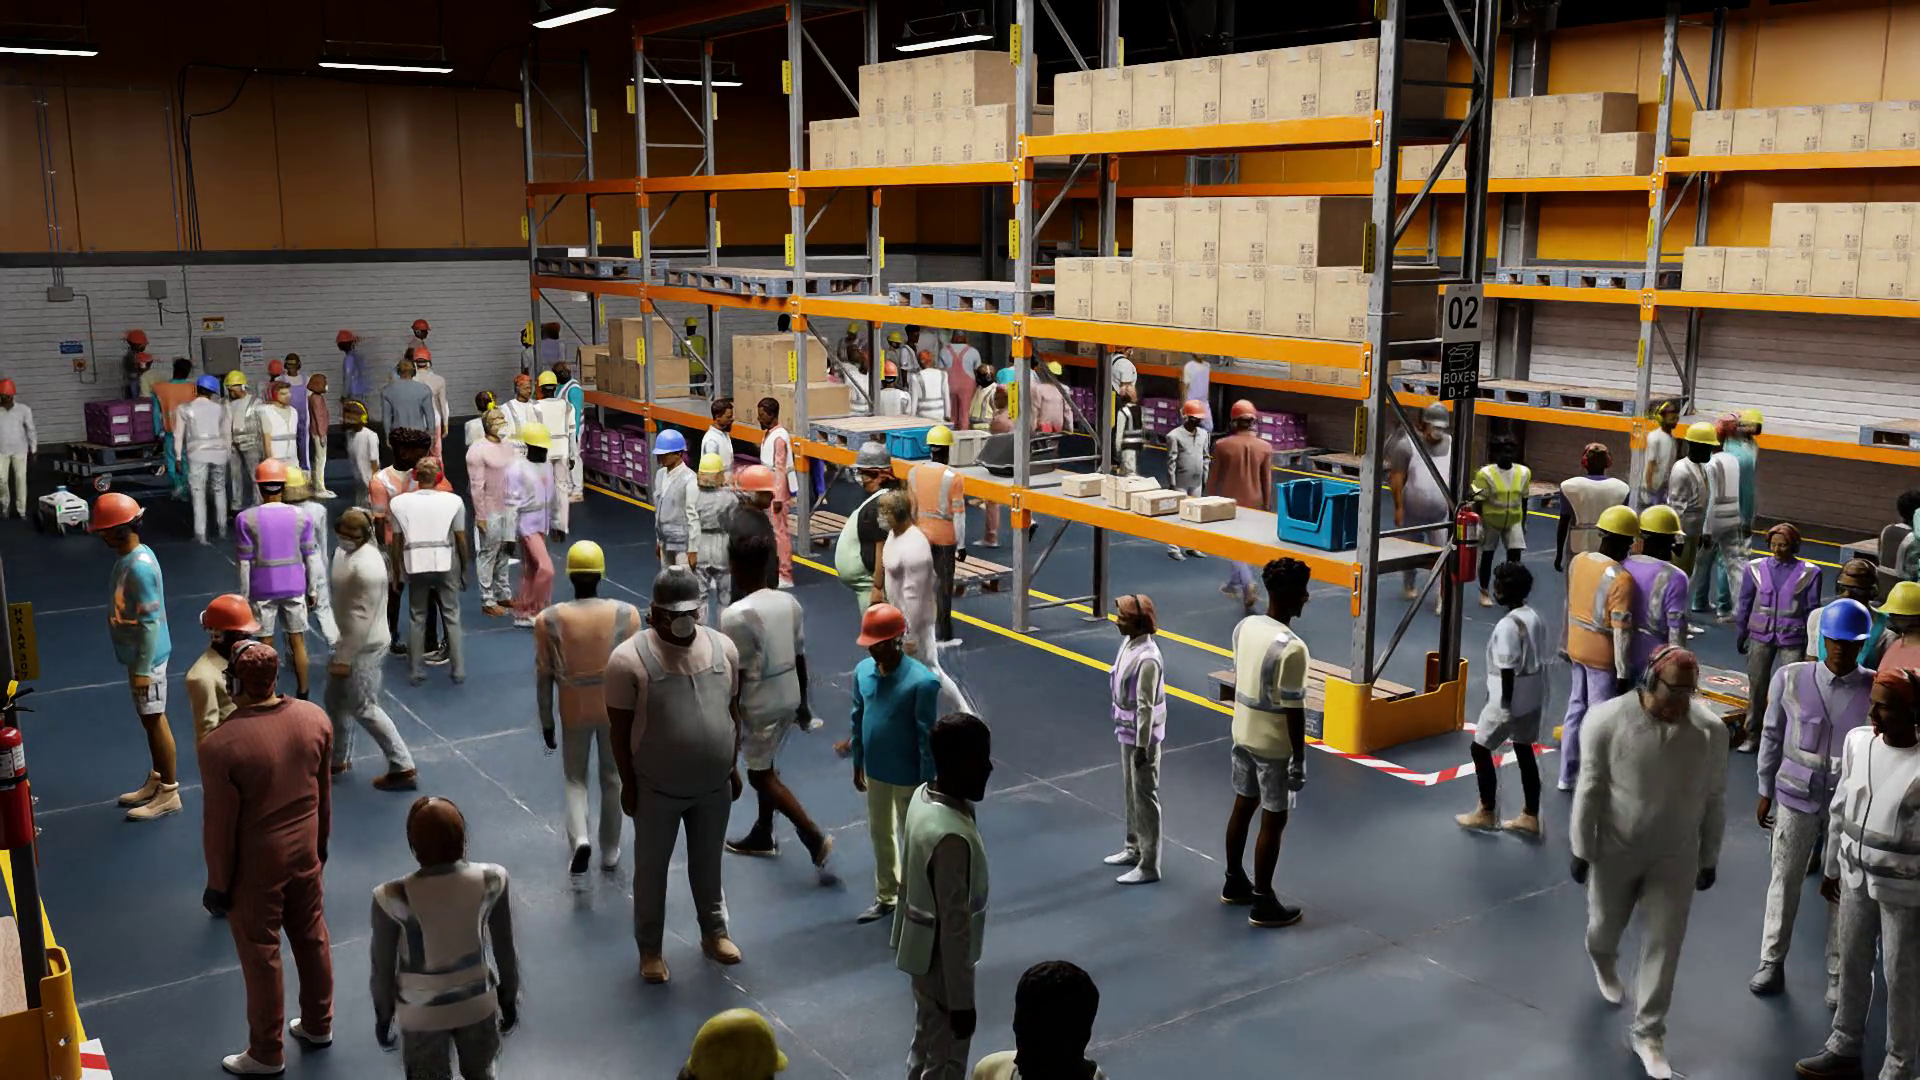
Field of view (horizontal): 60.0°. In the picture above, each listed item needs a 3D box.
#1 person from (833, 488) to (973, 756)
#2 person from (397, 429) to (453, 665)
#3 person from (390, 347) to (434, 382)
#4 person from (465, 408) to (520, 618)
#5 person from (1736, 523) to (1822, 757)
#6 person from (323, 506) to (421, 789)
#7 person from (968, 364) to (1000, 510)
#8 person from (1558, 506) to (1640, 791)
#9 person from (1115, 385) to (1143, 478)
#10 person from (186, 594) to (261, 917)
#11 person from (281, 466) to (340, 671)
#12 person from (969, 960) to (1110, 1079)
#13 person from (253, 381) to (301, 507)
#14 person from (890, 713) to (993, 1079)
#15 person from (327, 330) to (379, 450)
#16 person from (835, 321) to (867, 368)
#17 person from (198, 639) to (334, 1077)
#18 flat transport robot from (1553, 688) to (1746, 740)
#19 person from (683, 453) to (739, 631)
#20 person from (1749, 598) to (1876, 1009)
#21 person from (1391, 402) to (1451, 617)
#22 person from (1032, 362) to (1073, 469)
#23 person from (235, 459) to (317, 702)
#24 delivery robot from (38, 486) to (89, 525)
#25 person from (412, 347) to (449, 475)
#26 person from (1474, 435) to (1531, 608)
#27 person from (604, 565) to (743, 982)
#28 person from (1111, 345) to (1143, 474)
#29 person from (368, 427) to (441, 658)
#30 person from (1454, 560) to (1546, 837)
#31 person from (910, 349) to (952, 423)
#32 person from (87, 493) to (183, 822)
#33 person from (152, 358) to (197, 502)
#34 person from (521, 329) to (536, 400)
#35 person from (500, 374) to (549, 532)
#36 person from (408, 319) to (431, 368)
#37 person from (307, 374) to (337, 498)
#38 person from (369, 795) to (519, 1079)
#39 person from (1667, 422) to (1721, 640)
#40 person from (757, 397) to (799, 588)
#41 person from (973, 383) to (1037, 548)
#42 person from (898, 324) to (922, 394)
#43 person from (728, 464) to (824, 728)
[{"bbox_3d":[-0.325,0.559,11.412,1.035,1.887,0.648,-4,12,-18],"label":"person"},{"bbox_3d":[-4.417,0.053,13.772,0.613,1.962,0.361,10,15,42],"label":"person"},{"bbox_3d":[-7.810,-1.852,23.868,0.655,1.828,0.449,-8,14,-37],"label":"person"},{"bbox_3d":[-4.300,-0.261,15.450,0.373,1.940,0.627,4,12,18],"label":"person"},{"bbox_3d":[5.593,0.687,11.395,0.524,1.631,0.319,9,14,37],"label":"person"},{"bbox_3d":[-3.897,0.696,10.721,0.628,1.886,0.657,-7,13,-31],"label":"person"},{"bbox_3d":[0.324,-1.314,21.086,0.429,1.842,0.635,-5,12,-23],"label":"person"},{"bbox_3d":[4.046,0.724,10.486,0.396,1.913,0.592,-3,11,-13],"label":"person"},{"bbox_3d":[2.152,-1.151,20.904,0.795,1.599,0.536,8,14,37],"label":"person"},{"bbox_3d":[-3.830,1.136,8.811,0.356,1.742,0.574,0,11,2],"label":"person"},{"bbox_3d":[-5.253,0.259,13.357,0.475,1.709,0.767,-10,15,-42],"label":"person"},{"bbox_3d":[0.244,1.951,4.183,0.592,1.920,0.392,8,14,37],"label":"person"},{"bbox_3d":[-7.933,-0.958,19.345,0.851,1.814,0.561,5,12,26],"label":"person"},{"bbox_3d":[-0.066,1.566,6.157,0.371,1.915,0.595,-2,11,-10],"label":"person"},{"bbox_3d":[-9.677,-2.345,26.212,0.931,1.890,0.561,-3,11,-14],"label":"person"},{"bbox_3d":[-1.986,-3.023,29.895,0.609,1.812,0.478,3,11,16],"label":"person"},{"bbox_3d":[-3.009,1.366,7.209,0.407,1.908,0.641,5,12,26],"label":"person"},{"bbox_3d":[4.963,1.293,11.776,1.431,0.197,0.652,-6,13,-29],"label":"flat transport robot"},{"bbox_3d":[-2.068,0.136,13.921,0.493,1.743,0.296,0,11,0],"label":"person"},{"bbox_3d":[4.072,1.223,7.826,0.607,1.951,0.381,7,13,31],"label":"person"},{"bbox_3d":[4.420,-0.366,15.727,0.707,2.000,0.943,2,11,9],"label":"person"},{"bbox_3d":[1.266,-1.595,22.858,0.530,1.714,0.916,-4,12,-19],"label":"person"},{"bbox_3d":[-5.049,0.361,12.307,0.553,1.924,0.391,-7,13,-32],"label":"person"},{"bbox_3d":[-10.473,-0.390,19.421,0.707,0.478,0.477,10,15,43],"label":"delivery robot"},{"bbox_3d":[-7.033,-1.533,21.847,0.620,1.986,0.408,-4,12,-18],"label":"person"},{"bbox_3d":[5.075,-0.137,15.507,0.545,1.664,0.766,0,11,-2],"label":"person"},{"bbox_3d":[-1.340,1.121,8.117,0.684,2.000,0.538,-7,13,-32],"label":"person"},{"bbox_3d":[2.373,-1.979,23.978,0.535,2.000,0.680,-3,12,-17],"label":"person"},{"bbox_3d":[-4.670,0.010,14.030,0.381,1.958,0.598,7,13,33],"label":"person"},{"bbox_3d":[3.236,0.946,9.886,0.559,1.681,0.557,10,15,41],"label":"person"},{"bbox_3d":[-0.386,-1.738,23.236,0.623,1.848,0.639,-5,12,-25],"label":"person"},{"bbox_3d":[-5.065,0.713,10.222,0.392,2.034,0.605,-7,13,-30],"label":"person"},{"bbox_3d":[-10.094,-1.417,21.514,0.628,1.881,0.511,-6,12,-26],"label":"person"},{"bbox_3d":[-6.999,-2.497,27.070,0.328,1.872,0.510,3,11,14],"label":"person"},{"bbox_3d":[-5.062,-0.989,19.335,0.352,1.880,0.577,8,14,36],"label":"person"},{"bbox_3d":[-8.994,-2.692,27.783,0.405,1.986,0.612,0,11,0],"label":"person"},{"bbox_3d":[-8.426,-1.374,21.928,0.264,1.632,0.508,-5,12,-25],"label":"person"},{"bbox_3d":[-1.887,1.724,6.105,0.516,1.627,0.361,-7,13,-32],"label":"person"},{"bbox_3d":[6.402,-0.083,14.595,0.397,1.920,0.587,9,14,40],"label":"person"},{"bbox_3d":[-1.822,-0.479,16.657,0.386,1.906,0.601,-3,11,-15],"label":"person"},{"bbox_3d":[0.484,-0.824,18.491,0.641,1.872,0.673,6,13,30],"label":"person"},{"bbox_3d":[-0.809,-2.569,27.227,0.374,1.958,0.599,4,12,19],"label":"person"},{"bbox_3d":[-1.538,0.420,11.961,1.000,1.959,0.622,3,11,16],"label":"person"}]
